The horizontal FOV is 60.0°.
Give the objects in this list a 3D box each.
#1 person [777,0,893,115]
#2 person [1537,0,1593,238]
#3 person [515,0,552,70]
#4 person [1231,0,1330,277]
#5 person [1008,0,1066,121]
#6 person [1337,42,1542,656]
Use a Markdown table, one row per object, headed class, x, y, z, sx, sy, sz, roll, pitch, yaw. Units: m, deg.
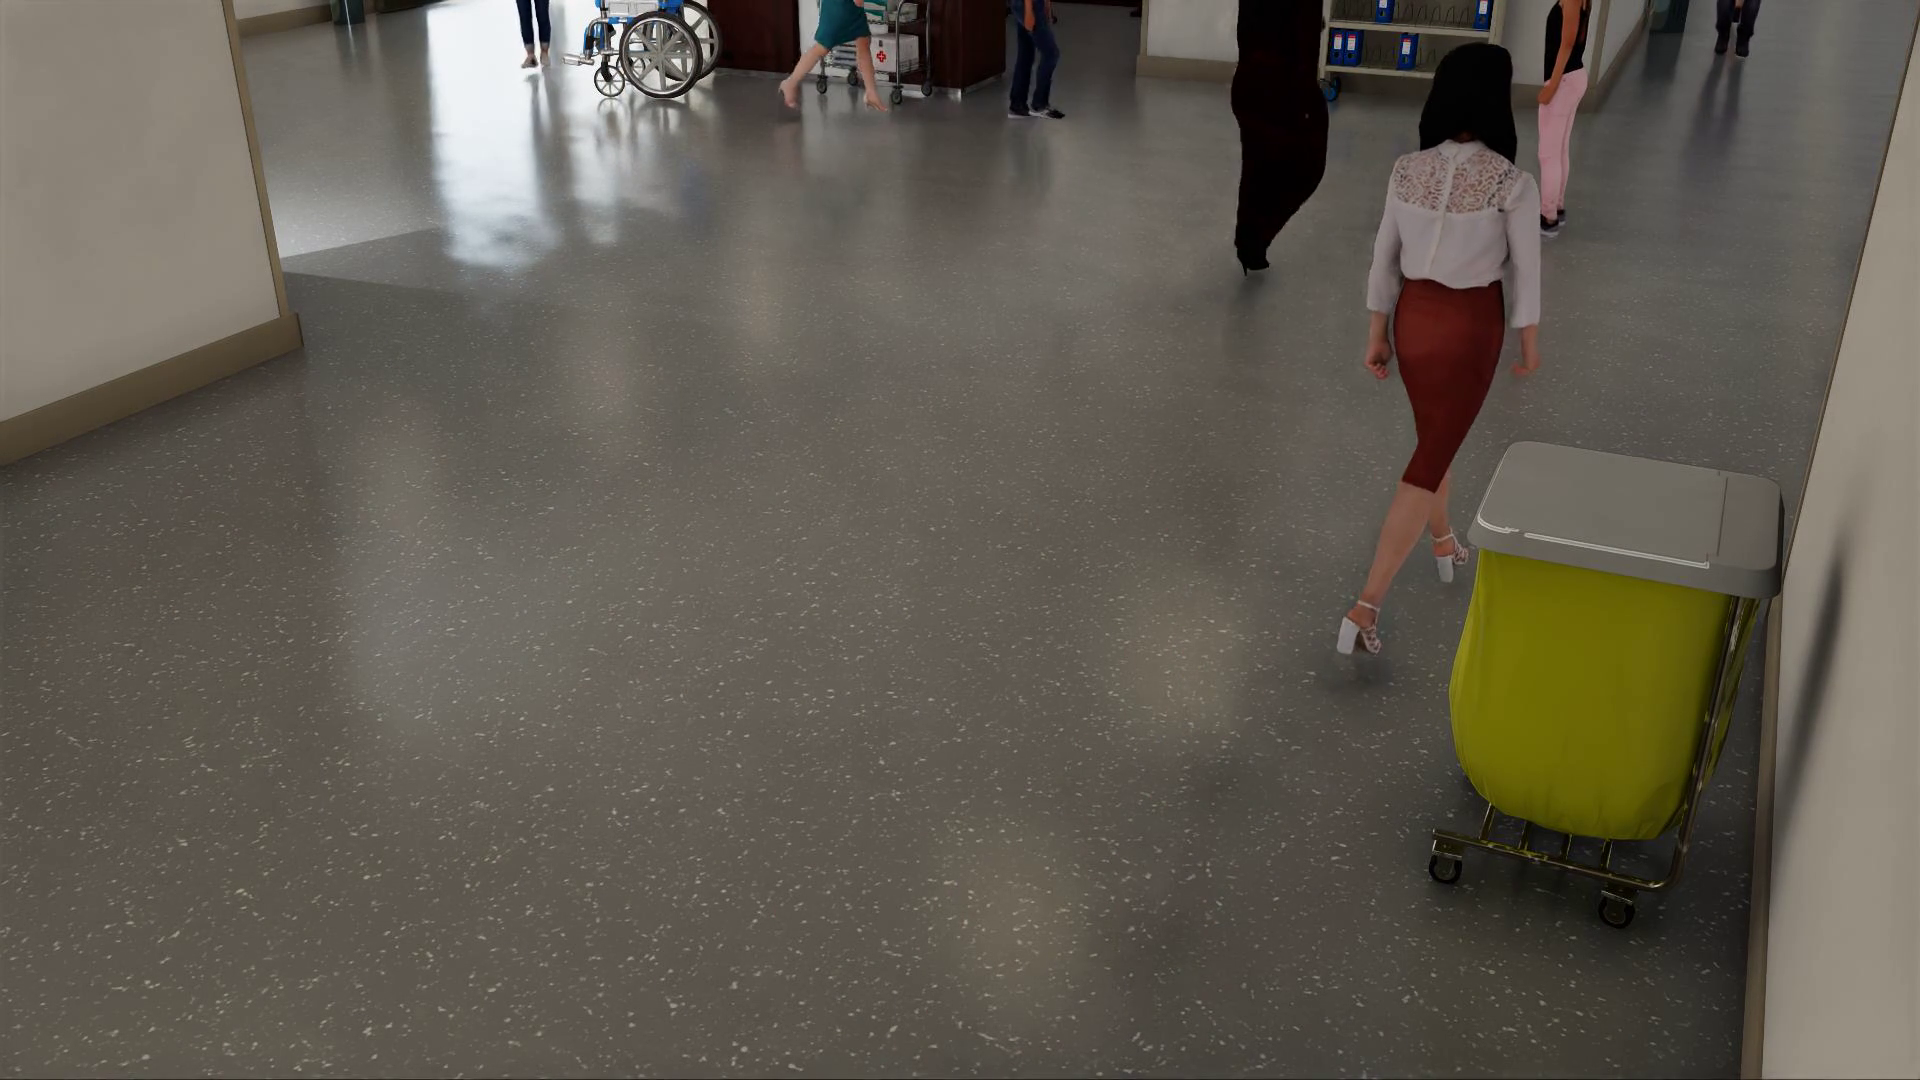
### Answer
| class | x | y | z | sx | sy | sz | roll | pitch | yaw |
| --- | --- | --- | --- | --- | --- | --- | --- | --- | --- |
| person | -0.926 | -3.776 | 11.622 | 1.116 | 1.650 | 0.838 | 1 | 26 | 2 |
| person | 3.241 | -2.441 | 8.953 | 0.529 | 1.564 | 0.559 | 15 | 30 | 29 |
| person | -3.490 | -4.619 | 13.579 | 0.780 | 1.469 | 0.822 | -3 | 26 | -7 |
| person | 1.473 | -2.101 | 8.042 | 0.870 | 1.743 | 0.787 | -19 | 31 | -34 |
| person | 0.432 | -3.733 | 11.643 | 0.722 | 1.555 | 0.647 | 3 | 26 | 6 |
| person | 1.332 | -0.461 | 4.688 | 1.129 | 1.701 | 0.913 | 22 | 34 | 38 |
